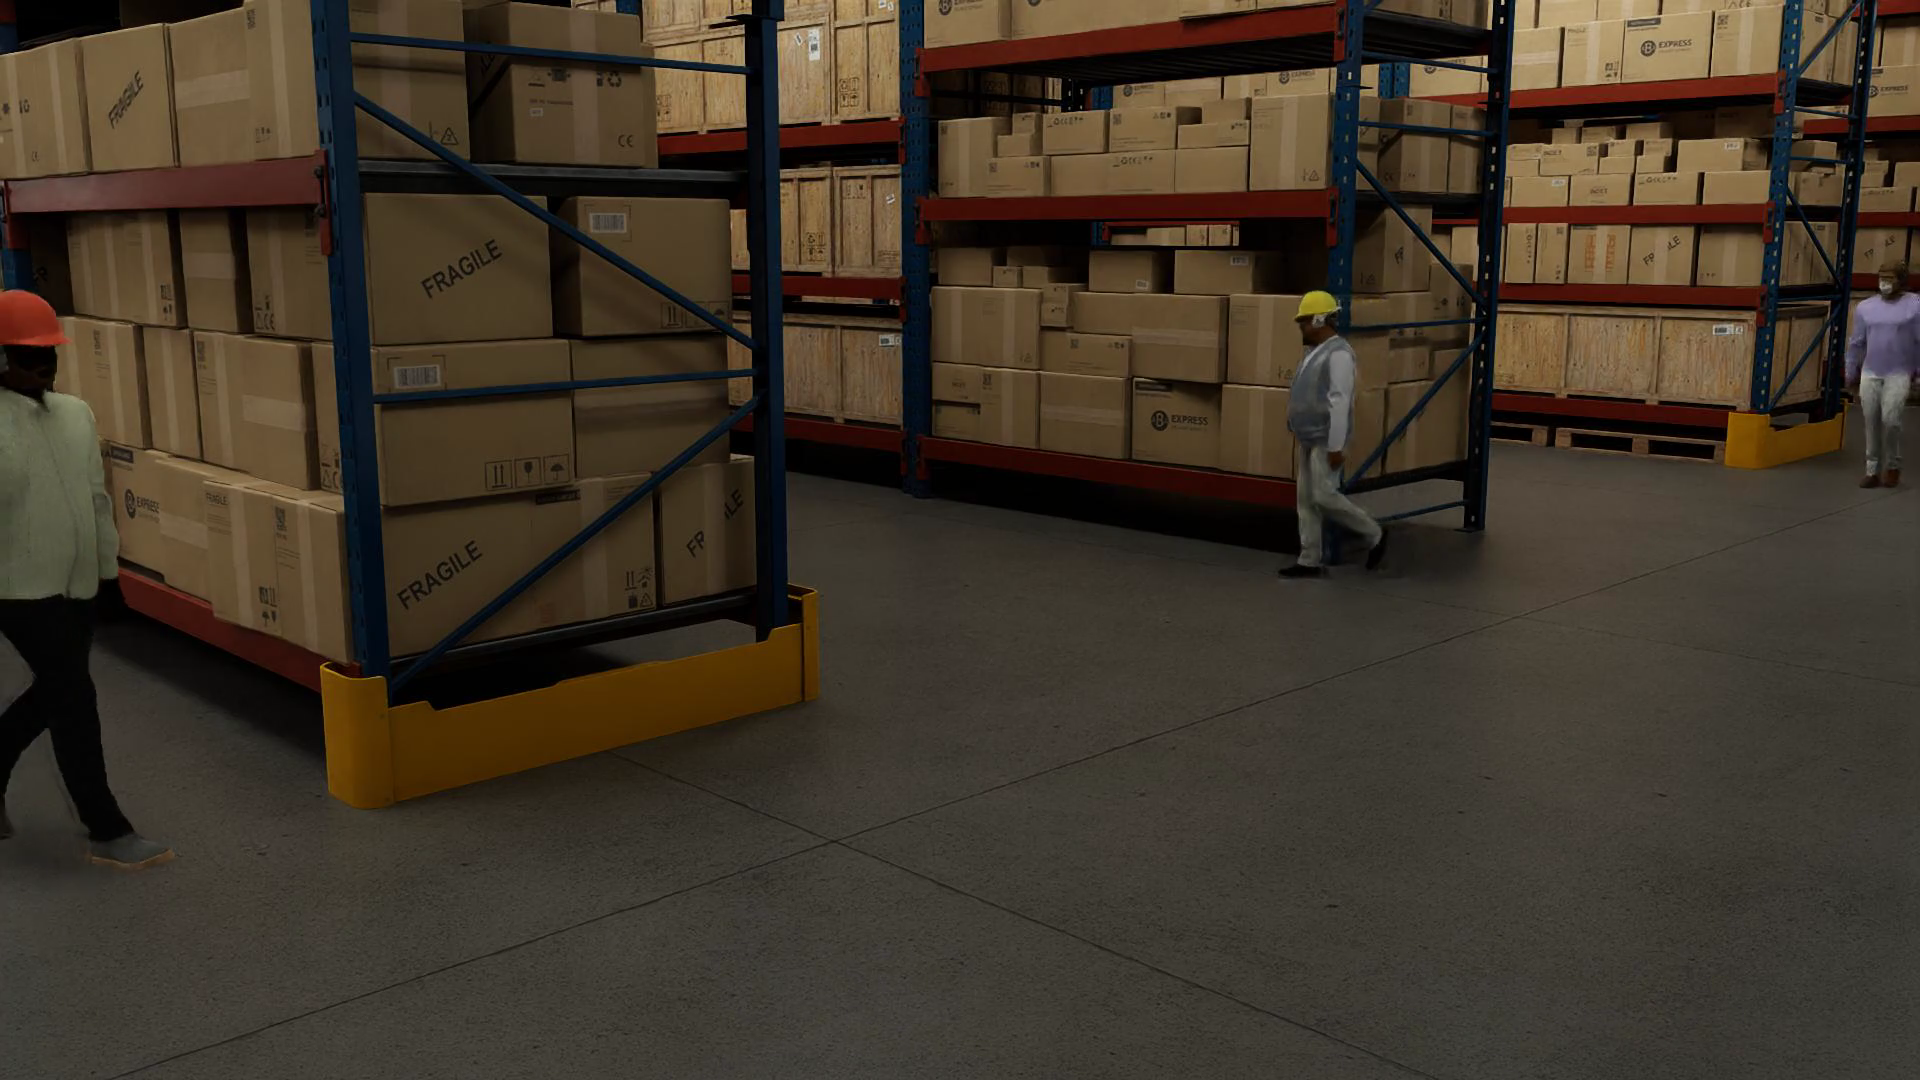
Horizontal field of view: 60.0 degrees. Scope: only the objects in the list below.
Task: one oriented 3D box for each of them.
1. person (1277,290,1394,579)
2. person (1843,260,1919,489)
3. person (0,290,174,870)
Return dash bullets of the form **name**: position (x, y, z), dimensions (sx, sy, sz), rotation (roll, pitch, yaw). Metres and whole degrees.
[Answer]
- **person**: position (2.322, -0.642, 10.308), dimensions (0.636, 1.797, 0.598), rotation (-1, 10, -5)
- **person**: position (7.750, -1.372, 13.945), dimensions (0.450, 1.921, 0.652), rotation (-8, 13, -37)
- **person**: position (-3.165, 0.133, 5.642), dimensions (0.936, 1.961, 0.621), rotation (2, 11, 13)
